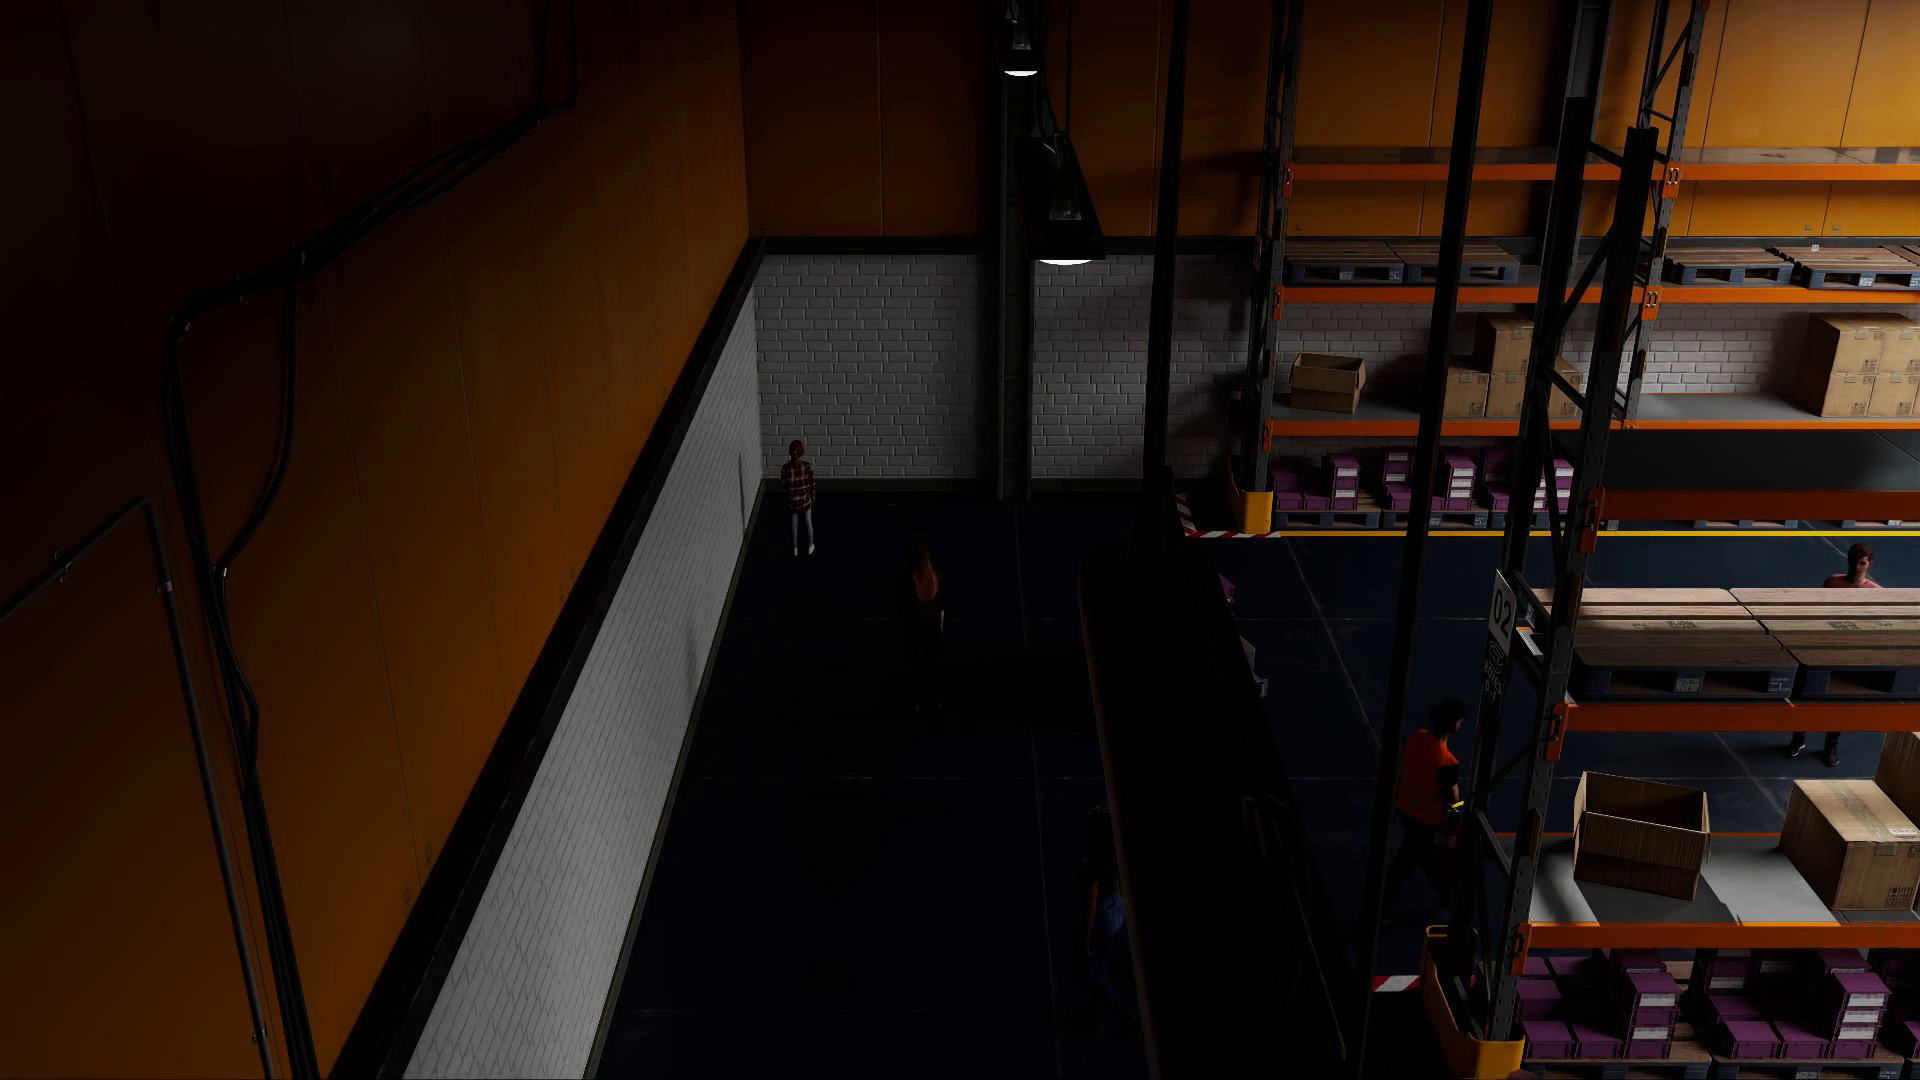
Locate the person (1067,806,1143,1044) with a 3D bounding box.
[{"bbox_3d":[0.968,2.494,10.617,0.948,1.724,0.851,17,29,34],"label":"person"}]

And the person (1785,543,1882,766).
[{"bbox_3d":[7.342,0.931,13.901,0.641,1.958,0.771,12,26,25],"label":"person"}]

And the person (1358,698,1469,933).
[{"bbox_3d":[3.165,1.981,11.653,1.307,1.834,0.906,-7,24,-15],"label":"person"}]

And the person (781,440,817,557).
[{"bbox_3d":[-1.735,-0.461,17.898,0.526,1.306,0.633,-5,24,-12],"label":"person"}]

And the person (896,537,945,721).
[{"bbox_3d":[-0.342,0.779,14.558,0.581,1.710,0.723,-8,25,-18],"label":"person"}]
